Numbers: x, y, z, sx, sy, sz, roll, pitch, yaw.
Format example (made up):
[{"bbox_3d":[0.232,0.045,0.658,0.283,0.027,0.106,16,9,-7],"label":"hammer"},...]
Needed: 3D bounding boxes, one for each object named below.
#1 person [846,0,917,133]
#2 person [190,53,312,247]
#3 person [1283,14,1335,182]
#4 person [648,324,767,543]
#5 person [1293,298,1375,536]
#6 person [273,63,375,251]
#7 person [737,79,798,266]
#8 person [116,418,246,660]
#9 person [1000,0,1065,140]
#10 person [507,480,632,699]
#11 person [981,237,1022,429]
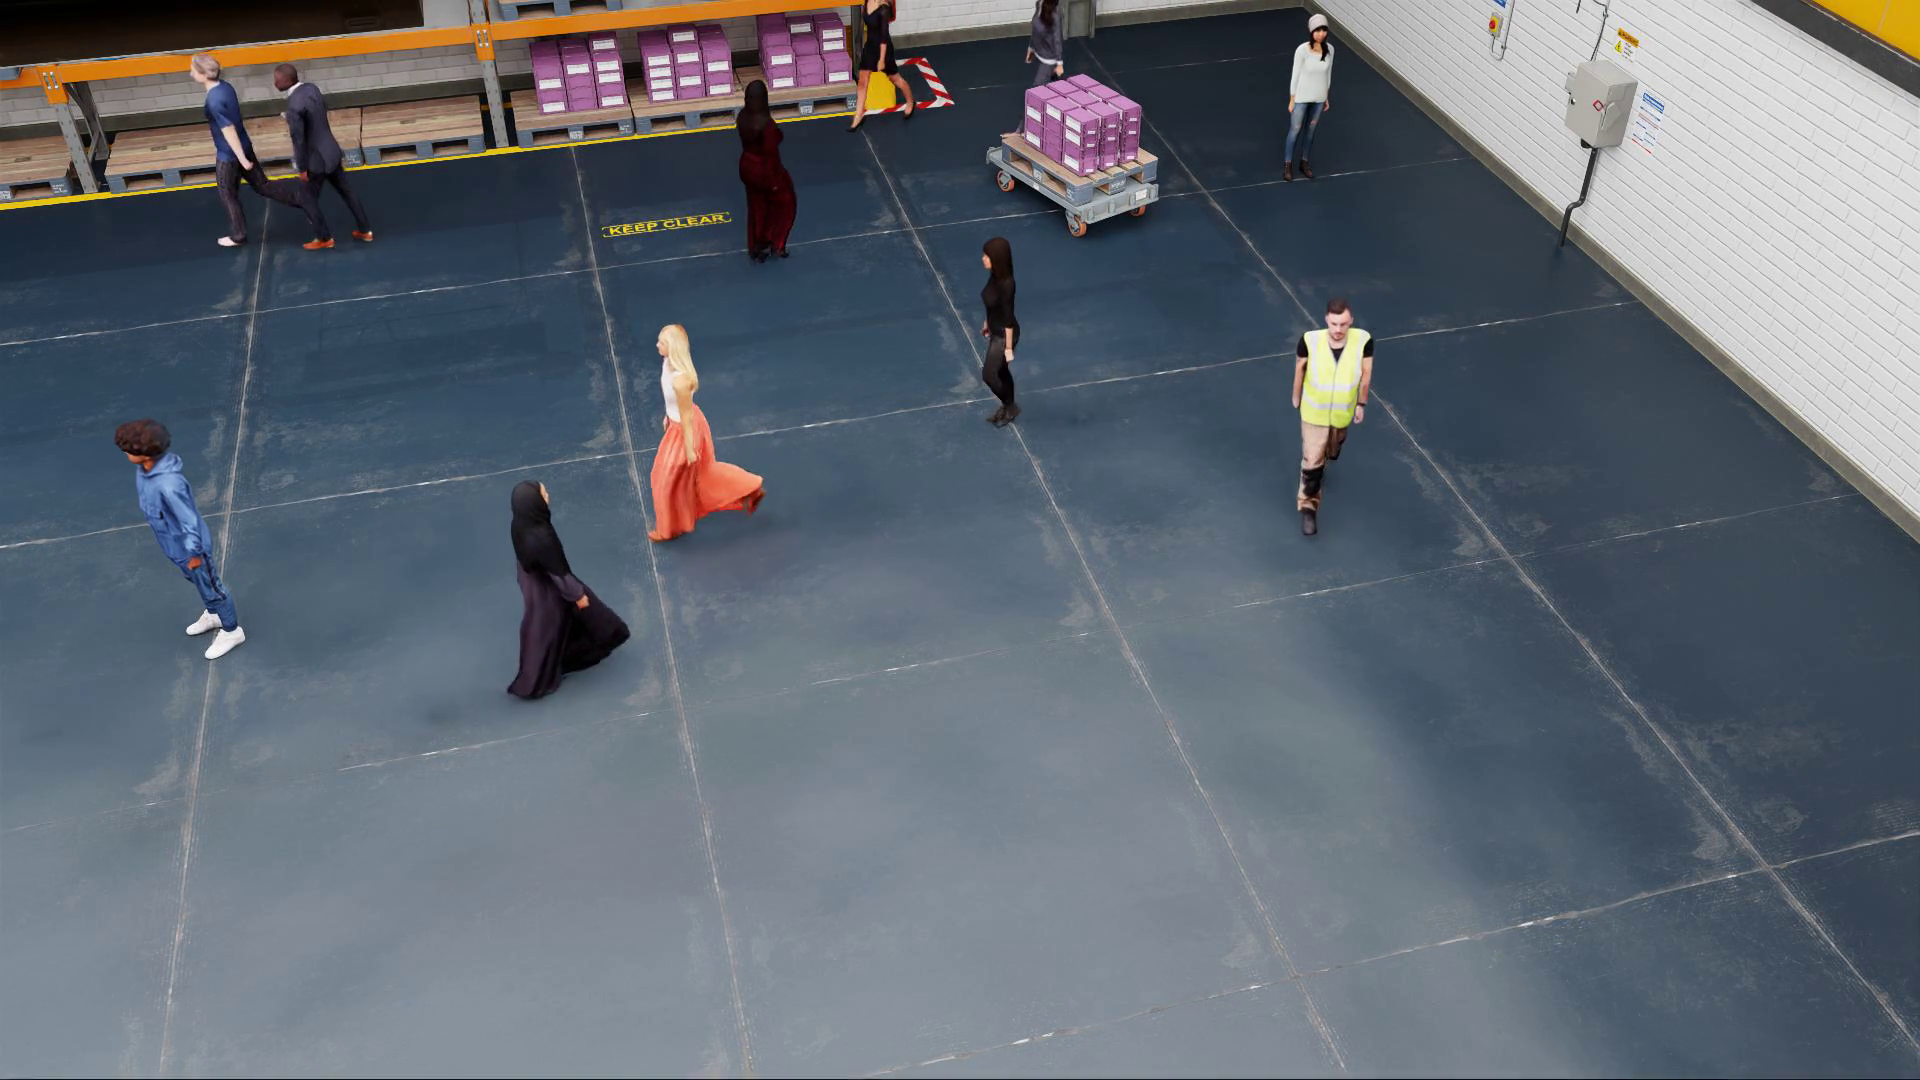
[{"bbox_3d":[-0.754,-5.034,17.191,1.136,1.628,0.852,-27,46,-29],"label":"person"},{"bbox_3d":[-6.487,-3.522,15.134,1.201,1.833,0.788,-3,39,-4],"label":"person"},{"bbox_3d":[3.423,-4.347,16.320,0.431,1.644,0.628,-8,39,-10],"label":"person"},{"bbox_3d":[-1.835,-0.751,11.713,1.125,1.774,0.688,-7,39,-8],"label":"person"},{"bbox_3d":[2.653,-0.986,11.977,1.183,1.811,0.965,1,39,1],"label":"person"},{"bbox_3d":[-5.748,-3.431,15.053,0.962,1.793,0.922,10,40,12],"label":"person"},{"bbox_3d":[-1.823,-3.220,14.831,0.842,1.742,0.810,-32,48,-33],"label":"person"},{"bbox_3d":[-5.041,-0.035,10.790,0.721,1.806,0.754,-28,47,-31],"label":"person"},{"bbox_3d":[0.975,-4.906,16.950,1.046,1.730,0.696,-12,40,-15],"label":"person"},{"bbox_3d":[-2.677,0.328,10.494,1.147,1.608,0.746,-17,42,-20],"label":"person"},{"bbox_3d":[0.402,-1.600,12.893,0.557,1.627,0.610,-11,40,-13],"label":"person"}]
